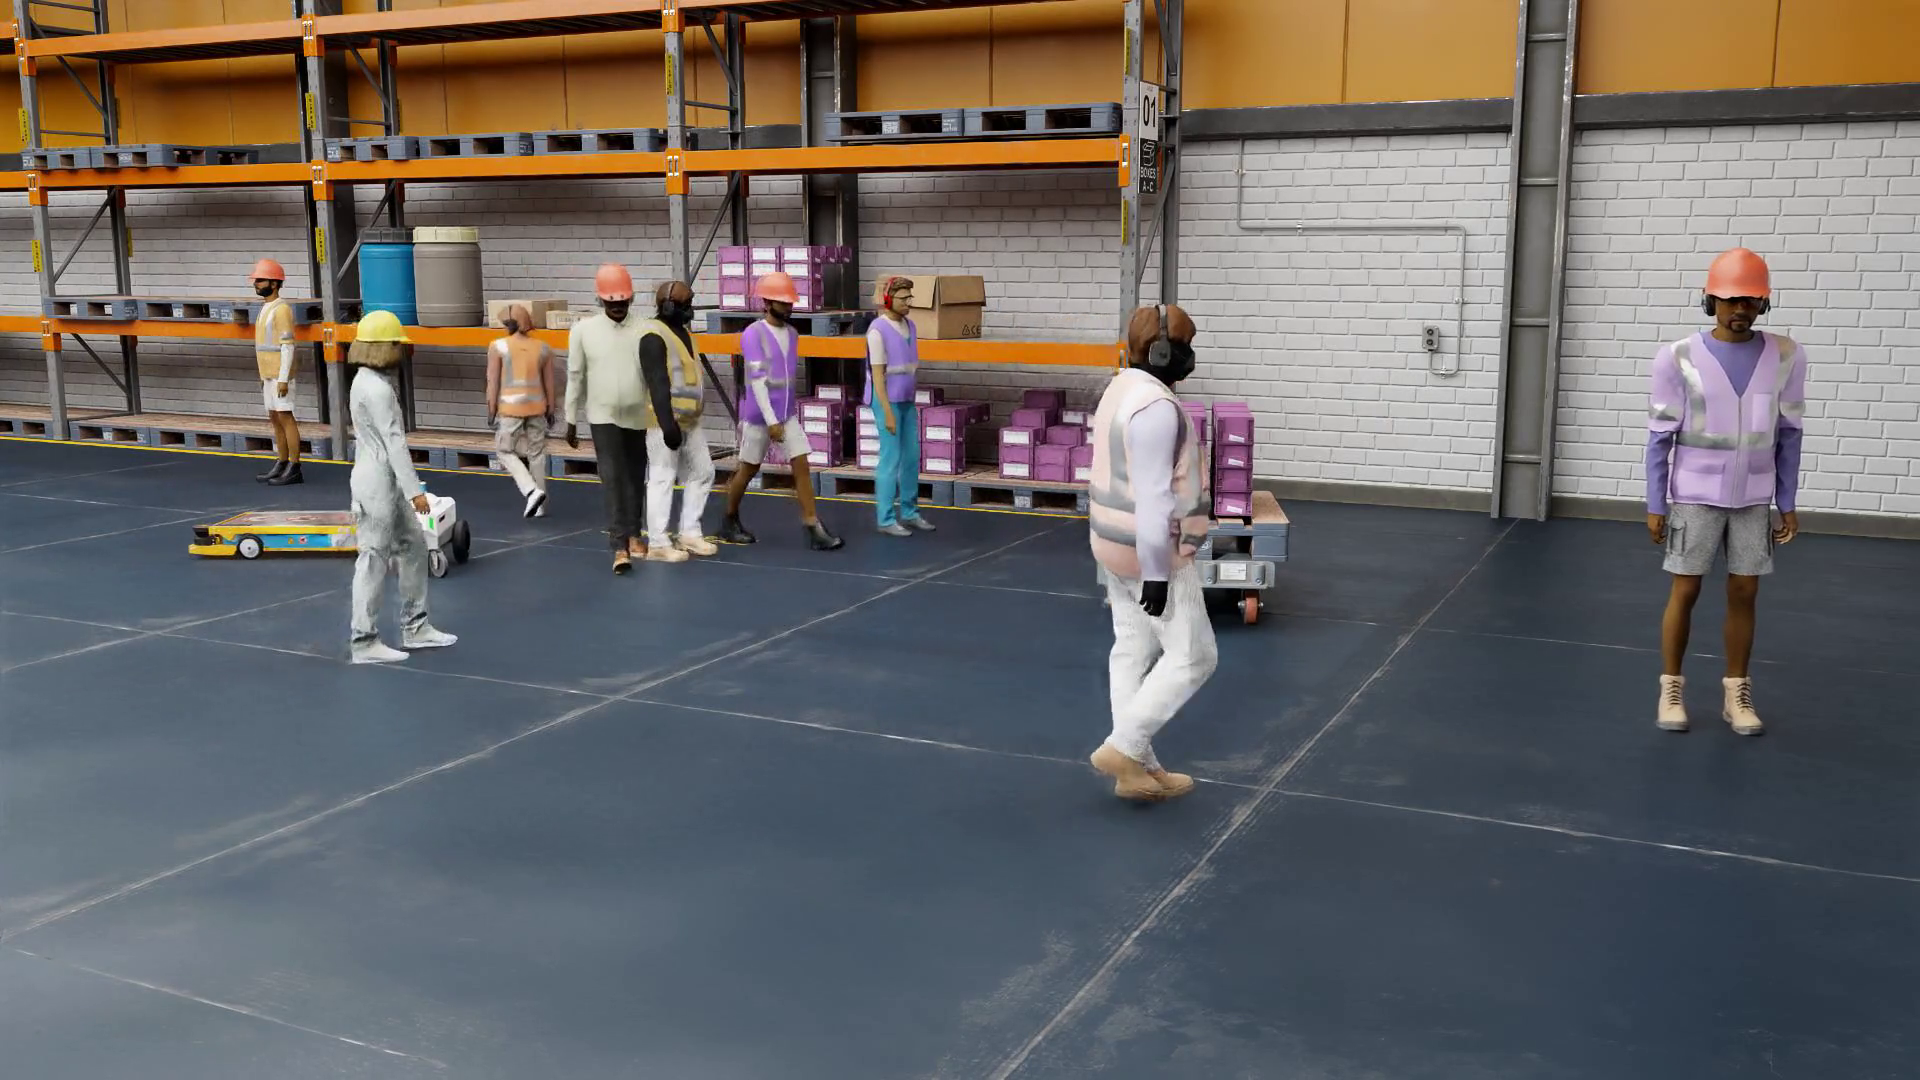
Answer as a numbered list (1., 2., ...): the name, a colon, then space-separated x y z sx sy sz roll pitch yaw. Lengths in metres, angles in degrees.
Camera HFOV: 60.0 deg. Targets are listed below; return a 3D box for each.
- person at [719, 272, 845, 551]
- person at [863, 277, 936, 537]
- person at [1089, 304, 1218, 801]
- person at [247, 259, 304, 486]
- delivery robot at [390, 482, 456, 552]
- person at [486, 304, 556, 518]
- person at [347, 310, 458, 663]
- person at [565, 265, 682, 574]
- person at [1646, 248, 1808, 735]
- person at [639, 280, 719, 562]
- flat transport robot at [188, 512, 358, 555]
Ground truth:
1. person: -1.269 -0.863 11.227 1.031 1.886 0.537 8 13 38
2. person: -0.460 -0.940 11.787 0.437 1.832 0.604 5 11 26
3. person: 0.697 0.066 6.035 0.450 1.828 0.655 -1 10 -8
4. person: -5.909 -1.440 14.339 0.351 1.942 0.545 -8 13 -40
5. delivery robot: -3.412 -0.122 10.494 0.477 0.478 0.707 -1 10 -6
6. person: -3.232 -0.937 12.347 0.558 1.626 0.491 -8 13 -38
7. person: -2.735 -0.254 8.161 0.634 1.726 0.492 -4 11 -21
8. person: -2.143 -0.774 10.597 0.690 1.923 1.062 -3 10 -19
9. person: 3.175 -0.184 6.915 0.610 2.033 0.426 1 10 7
10. person: -1.807 -0.757 10.770 0.557 1.827 0.650 3 10 15
11. flat transport robot: -4.331 -0.053 11.179 1.431 0.197 0.652 0 10 -1
